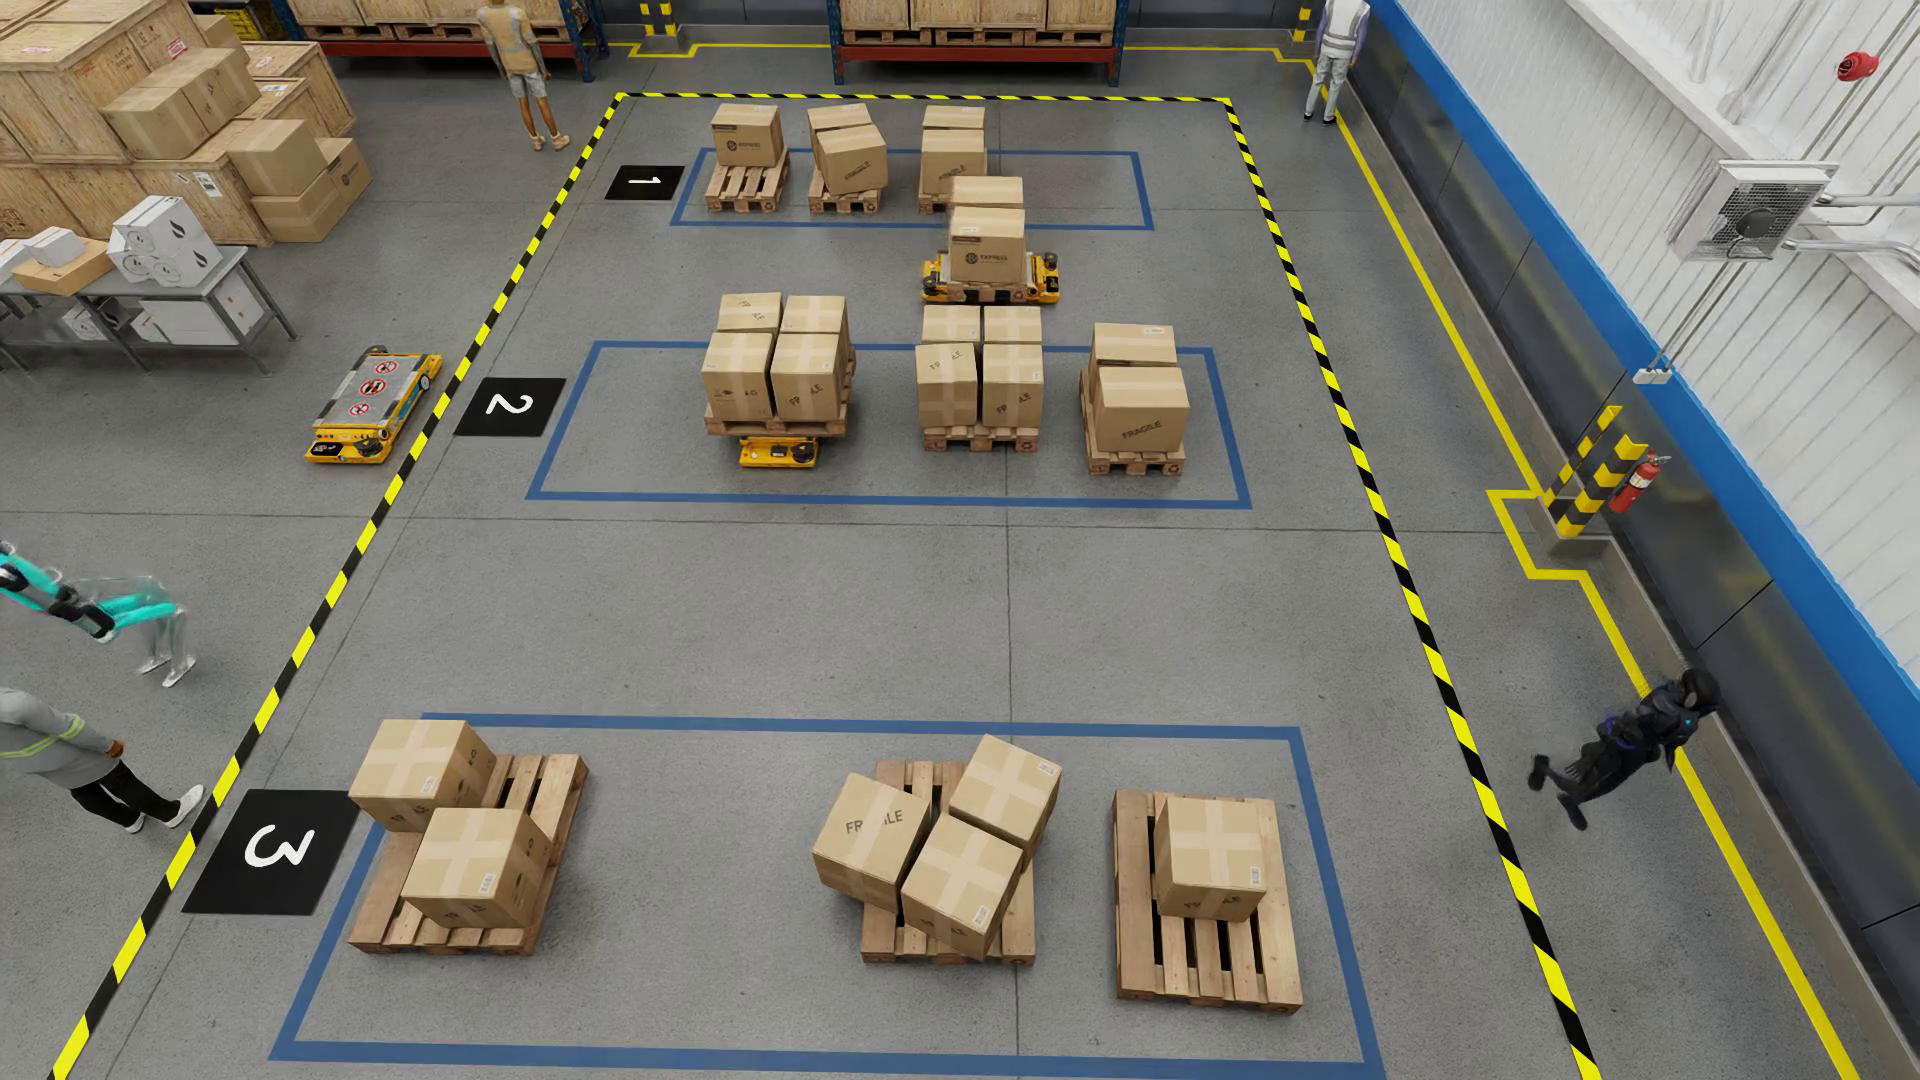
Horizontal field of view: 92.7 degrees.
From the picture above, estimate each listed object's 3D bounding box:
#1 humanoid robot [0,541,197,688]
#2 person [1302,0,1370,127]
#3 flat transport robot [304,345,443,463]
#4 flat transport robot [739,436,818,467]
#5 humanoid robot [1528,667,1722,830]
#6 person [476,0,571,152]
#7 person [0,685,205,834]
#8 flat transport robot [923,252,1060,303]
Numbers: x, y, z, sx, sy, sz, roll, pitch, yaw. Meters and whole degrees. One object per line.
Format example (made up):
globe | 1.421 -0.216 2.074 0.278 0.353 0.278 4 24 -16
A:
humanoid robot | -5.636 0.344 6.026 0.533 1.677 0.735 26 54 20
person | 4.777 -6.198 11.593 0.587 1.823 0.404 29 56 23
flat transport robot | -5.383 -1.269 8.441 0.659 0.231 1.431 1 50 1
flat transport robot | -1.582 -1.235 8.394 0.652 0.197 1.431 1 50 1
humanoid robot | 3.950 1.186 5.445 0.612 1.644 0.445 -7 50 -6
person | -5.292 -5.732 11.061 0.604 2.036 0.388 1 50 1
person | -5.233 1.198 5.316 0.589 1.852 0.365 -4 50 -4
flat transport robot | 0.330 -2.798 9.717 1.431 0.197 0.652 1 50 1
